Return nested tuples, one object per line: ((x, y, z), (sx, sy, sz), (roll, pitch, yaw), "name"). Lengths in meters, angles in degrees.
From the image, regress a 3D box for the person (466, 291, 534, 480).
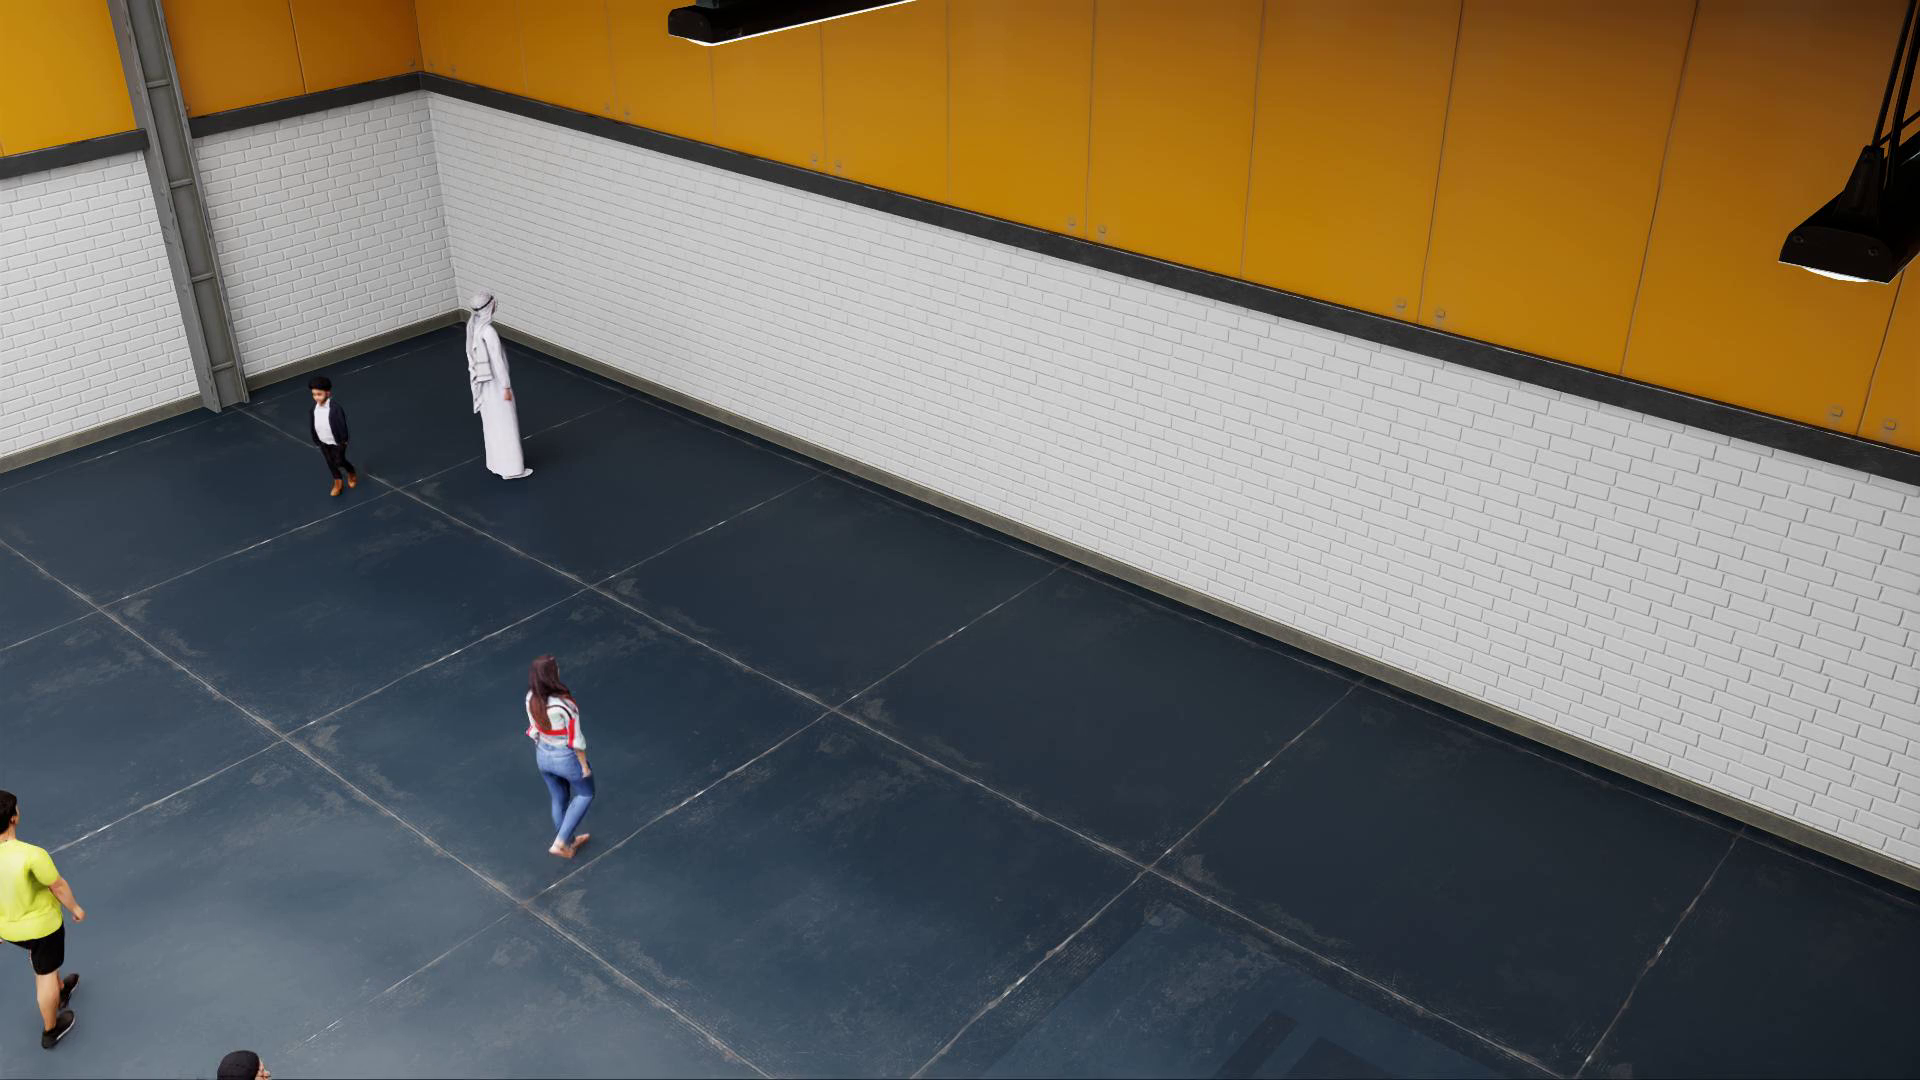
((-4.596, -1.533, 16.401), (0.676, 1.926, 0.726), (-23, 36, -36), "person")

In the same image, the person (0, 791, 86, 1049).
((-5.466, 2.264, 9.693), (0.876, 1.686, 0.952), (1, 29, 2), "person")

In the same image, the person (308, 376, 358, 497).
((-6.124, -1.044, 16.245), (0.623, 1.218, 0.687), (4, 29, 8), "person")

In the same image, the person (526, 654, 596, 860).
((-2.723, 1.508, 11.157), (0.705, 1.609, 0.762), (12, 31, 21), "person")
